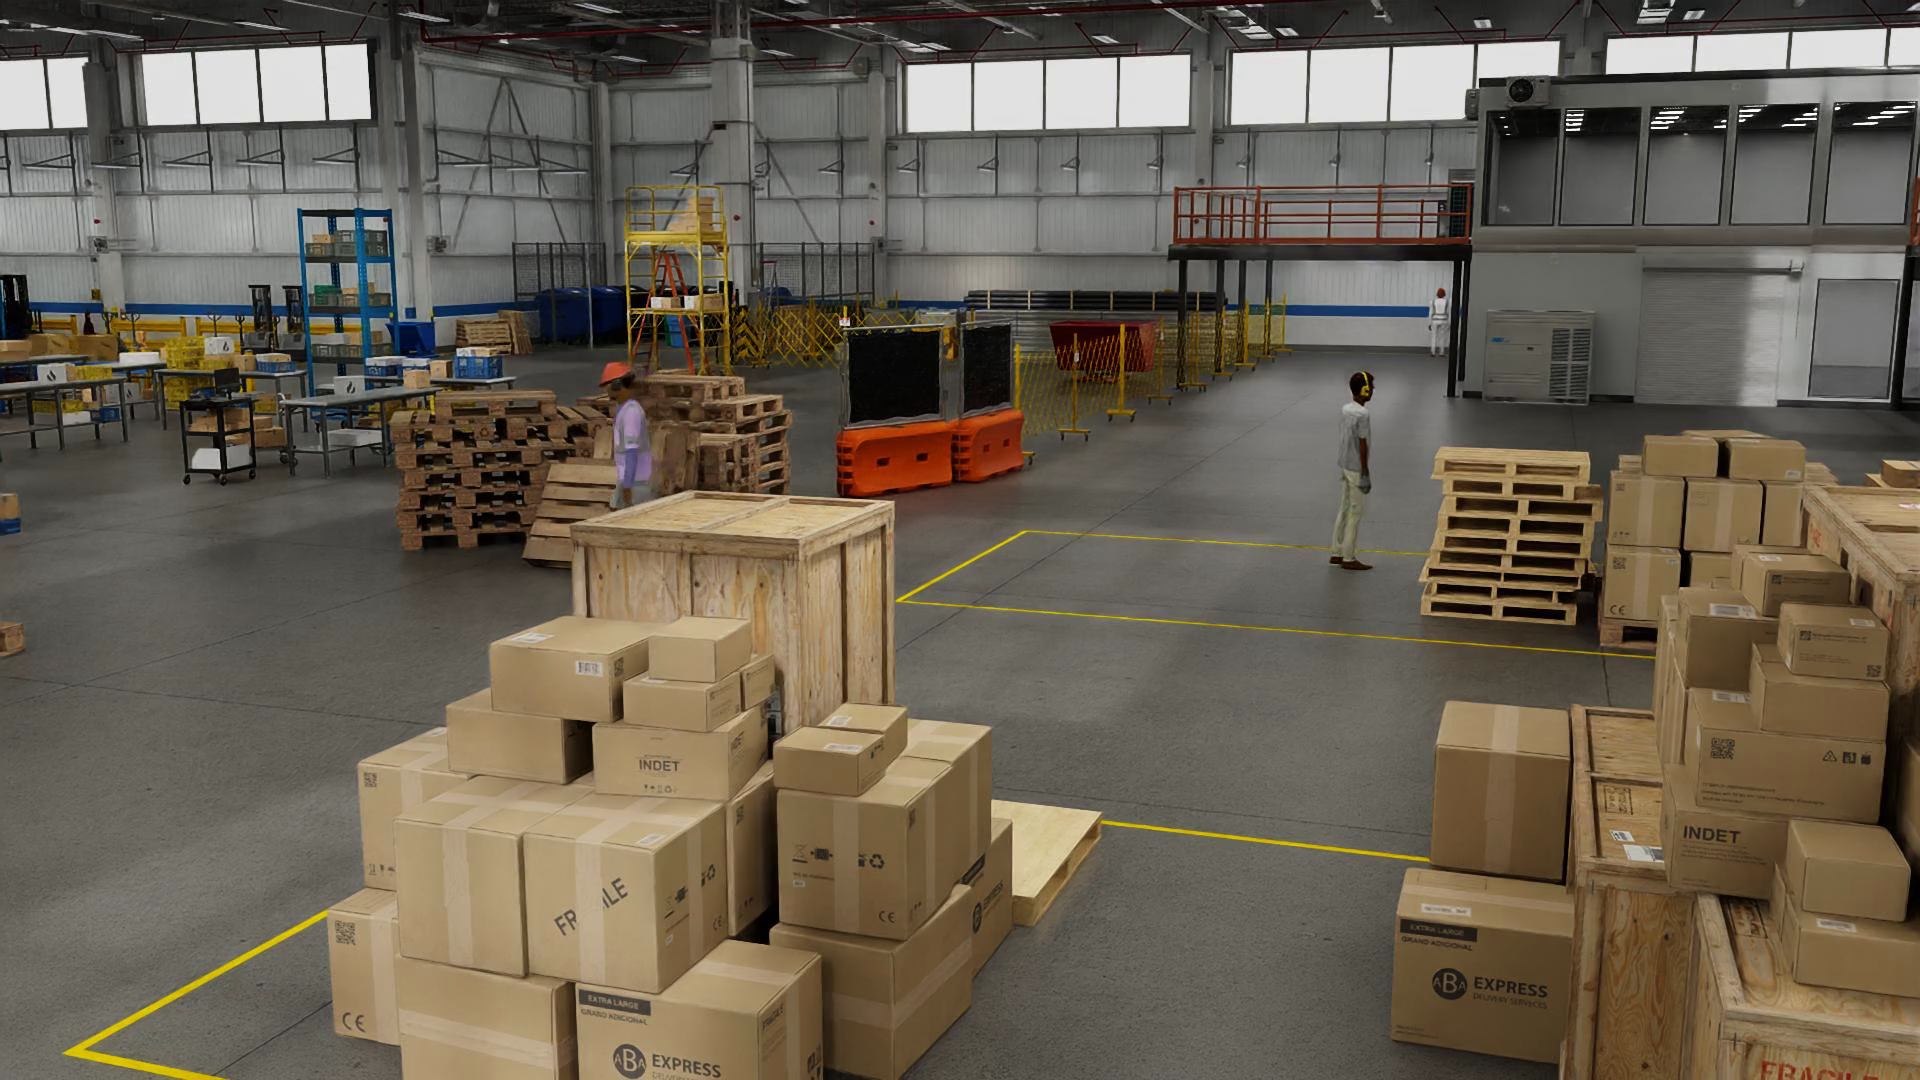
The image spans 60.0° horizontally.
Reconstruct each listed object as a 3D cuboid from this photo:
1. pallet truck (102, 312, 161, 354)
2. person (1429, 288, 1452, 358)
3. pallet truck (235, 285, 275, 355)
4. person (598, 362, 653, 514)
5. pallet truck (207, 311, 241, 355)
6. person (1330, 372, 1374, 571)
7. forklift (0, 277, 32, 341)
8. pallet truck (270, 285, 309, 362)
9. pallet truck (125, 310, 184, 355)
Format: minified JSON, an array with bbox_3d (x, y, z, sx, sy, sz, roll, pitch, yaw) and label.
[{"bbox_3d":[-23.057,-5.777,46.261,0.680,1.201,1.601,3,11,19],"label":"pallet truck"},{"bbox_3d":[12.902,-5.826,44.691,0.583,1.882,0.338,3,11,18],"label":"person"},{"bbox_3d":[-18.327,-5.835,44.421,0.823,1.965,1.885,4,11,23],"label":"pallet truck"},{"bbox_3d":[-2.987,-0.553,14.649,0.727,2.002,0.715,-4,11,-21],"label":"person"},{"bbox_3d":[-19.537,-5.575,44.913,0.653,1.274,1.630,3,11,19],"label":"pallet truck"},{"bbox_3d":[3.700,-0.642,15.583,0.328,1.861,0.501,-2,10,-10],"label":"person"},{"bbox_3d":[-27.151,-6.329,46.328,1.157,1.987,2.680,3,11,17],"label":"forklift"},{"bbox_3d":[-17.147,-5.700,43.663,0.823,1.965,1.885,3,11,17],"label":"pallet truck"},{"bbox_3d":[-22.038,-5.665,45.457,0.704,1.261,1.522,3,11,17],"label":"pallet truck"}]
